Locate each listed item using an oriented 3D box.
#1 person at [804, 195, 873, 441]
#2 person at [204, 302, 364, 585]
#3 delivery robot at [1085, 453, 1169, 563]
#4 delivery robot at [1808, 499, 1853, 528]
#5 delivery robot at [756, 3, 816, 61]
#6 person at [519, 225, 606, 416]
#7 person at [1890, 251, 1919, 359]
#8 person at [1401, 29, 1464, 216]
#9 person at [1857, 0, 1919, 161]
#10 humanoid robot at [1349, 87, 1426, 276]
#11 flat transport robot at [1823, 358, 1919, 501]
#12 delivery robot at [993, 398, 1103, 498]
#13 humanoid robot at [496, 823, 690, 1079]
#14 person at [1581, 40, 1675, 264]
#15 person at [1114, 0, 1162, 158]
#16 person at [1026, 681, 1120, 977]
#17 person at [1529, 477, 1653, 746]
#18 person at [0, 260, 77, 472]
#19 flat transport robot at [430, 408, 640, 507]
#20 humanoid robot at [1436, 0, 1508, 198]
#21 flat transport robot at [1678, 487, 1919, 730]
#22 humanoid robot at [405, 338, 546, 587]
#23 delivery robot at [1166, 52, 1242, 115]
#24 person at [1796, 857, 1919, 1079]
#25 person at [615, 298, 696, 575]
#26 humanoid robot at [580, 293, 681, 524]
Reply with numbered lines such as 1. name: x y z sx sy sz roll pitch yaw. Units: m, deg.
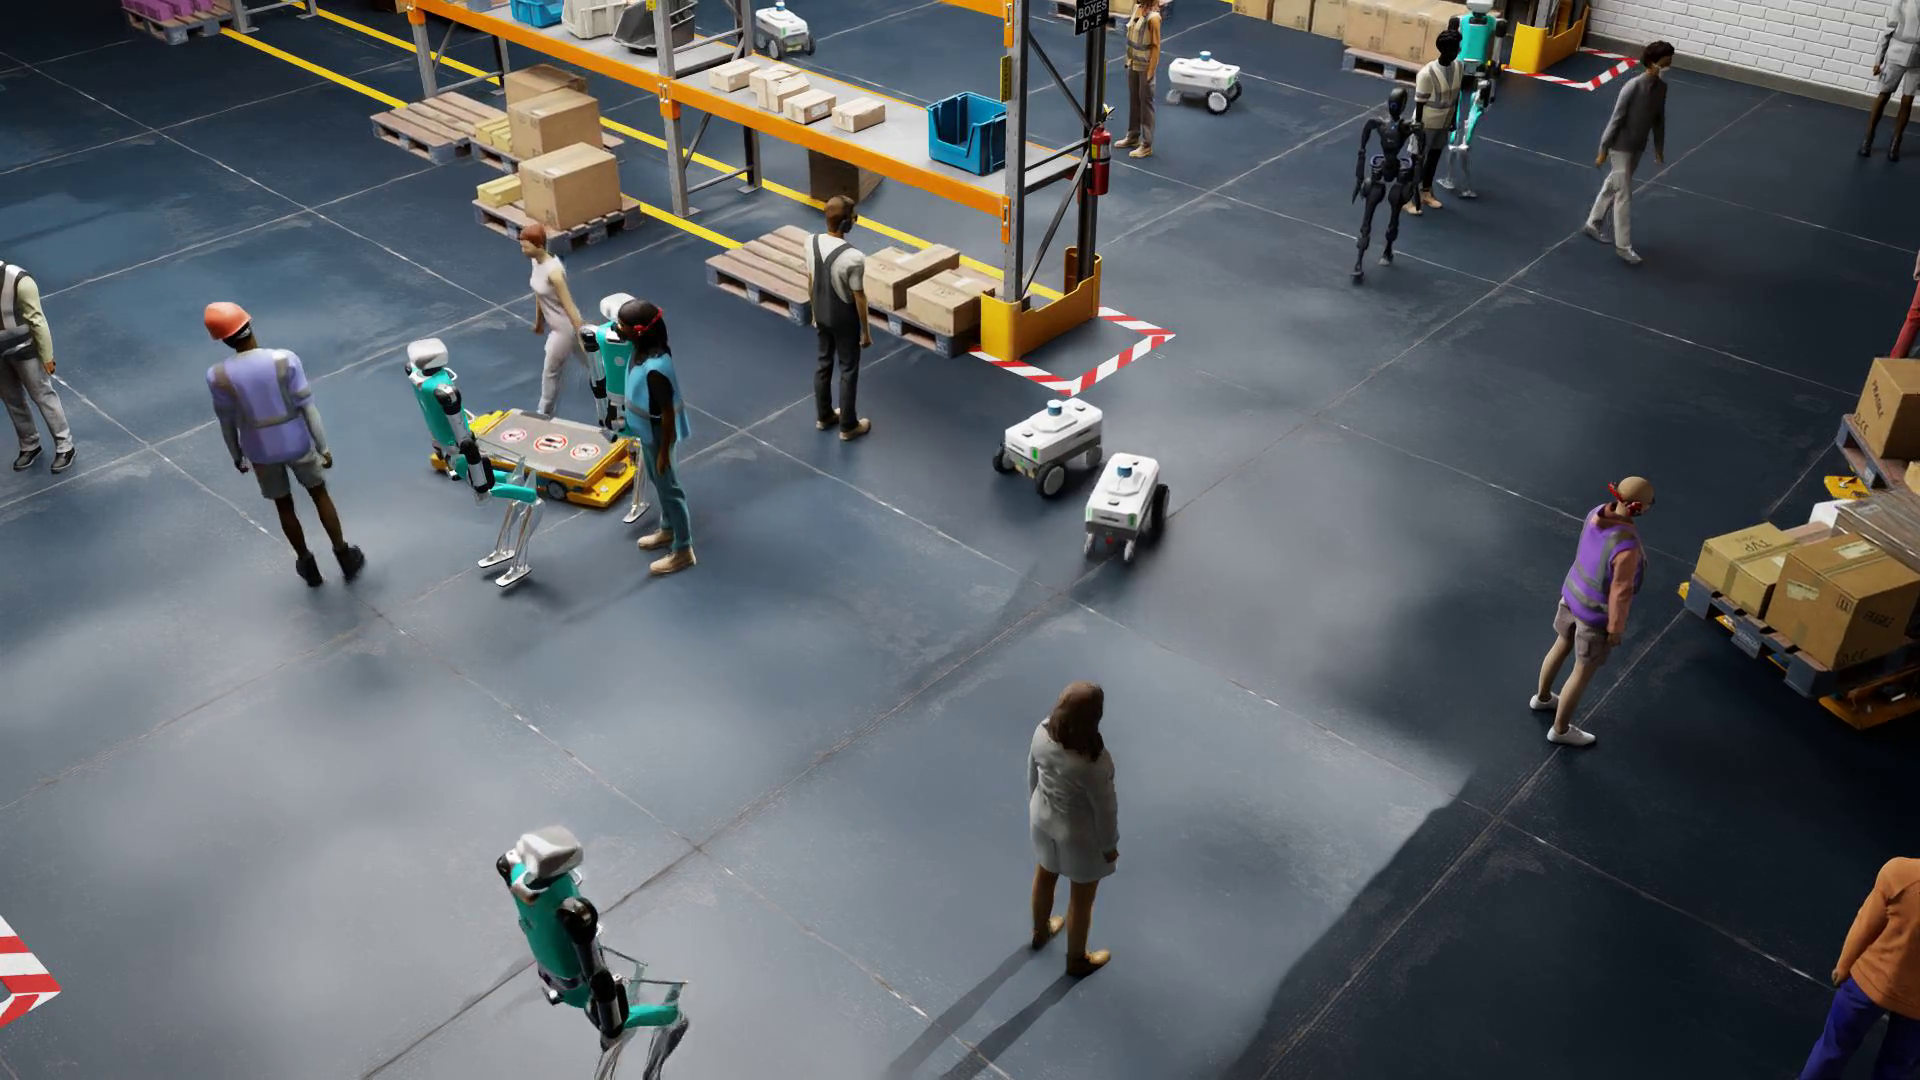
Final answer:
1. person: -0.839 -1.544 11.674 0.519 1.834 0.365 21 40 28
2. person: -4.210 -0.589 10.235 0.574 1.889 0.495 -13 37 -19
3. delivery robot: 1.072 -0.253 10.939 0.499 0.610 0.814 11 36 16
4. delivery robot: 5.671 0.082 10.442 0.499 0.597 0.779 -8 35 -12
5. delivery robot: -2.031 -5.835 18.986 0.499 0.565 0.745 -21 40 -27
6. person: -2.777 -1.516 11.842 0.902 1.599 0.467 -11 36 -15
7. person: 7.387 -1.989 12.384 0.520 1.759 0.346 26 42 32
8. person: 4.282 -3.779 15.030 0.532 1.693 0.320 -20 39 -26
9. person: 9.150 -4.637 16.075 0.547 1.926 0.379 15 37 20
10. humanoid robot: 3.592 -2.987 13.930 0.587 1.624 0.774 12 36 17
11. flat transport robot: 6.662 -0.244 11.164 1.431 0.231 0.659 3 35 4
12. delivery robot: 0.631 -0.673 11.550 0.804 0.614 0.499 -27 43 -34
13. humanoid robot: -1.433 1.772 6.904 0.541 1.749 0.697 28 43 34
14. person: 5.811 -3.319 14.219 0.555 1.856 0.908 -18 38 -24
15. person: 1.752 -4.614 16.164 0.306 1.778 0.480 -14 37 -20
16. person: 0.526 1.317 7.673 0.499 1.657 0.337 28 43 34
17. person: 3.441 0.374 9.022 0.354 1.685 0.486 -3 35 -4
18. person: -6.466 -1.301 11.332 0.597 1.821 0.403 4 35 6
19. flat transport robot: -2.933 -0.598 11.677 1.431 0.231 0.659 13 37 18
20. humanoid robot: 4.671 -4.031 15.358 0.579 1.773 0.872 12 36 17
21. flat transport robot: 5.093 0.573 9.980 0.659 0.231 1.431 -14 37 -19
22. humanoid robot: -2.882 -0.523 10.190 0.760 1.685 0.530 -25 42 -32
23. delivery robot: 2.596 -4.844 17.594 0.812 0.614 0.499 14 37 20
24. person: 3.825 1.792 6.723 0.518 1.972 0.404 18 39 25
25. person: -1.881 -0.651 10.346 0.374 1.865 0.538 -13 37 -19
26. humanoid robot: -2.014 -0.888 10.688 0.533 1.676 0.735 7 35 9
